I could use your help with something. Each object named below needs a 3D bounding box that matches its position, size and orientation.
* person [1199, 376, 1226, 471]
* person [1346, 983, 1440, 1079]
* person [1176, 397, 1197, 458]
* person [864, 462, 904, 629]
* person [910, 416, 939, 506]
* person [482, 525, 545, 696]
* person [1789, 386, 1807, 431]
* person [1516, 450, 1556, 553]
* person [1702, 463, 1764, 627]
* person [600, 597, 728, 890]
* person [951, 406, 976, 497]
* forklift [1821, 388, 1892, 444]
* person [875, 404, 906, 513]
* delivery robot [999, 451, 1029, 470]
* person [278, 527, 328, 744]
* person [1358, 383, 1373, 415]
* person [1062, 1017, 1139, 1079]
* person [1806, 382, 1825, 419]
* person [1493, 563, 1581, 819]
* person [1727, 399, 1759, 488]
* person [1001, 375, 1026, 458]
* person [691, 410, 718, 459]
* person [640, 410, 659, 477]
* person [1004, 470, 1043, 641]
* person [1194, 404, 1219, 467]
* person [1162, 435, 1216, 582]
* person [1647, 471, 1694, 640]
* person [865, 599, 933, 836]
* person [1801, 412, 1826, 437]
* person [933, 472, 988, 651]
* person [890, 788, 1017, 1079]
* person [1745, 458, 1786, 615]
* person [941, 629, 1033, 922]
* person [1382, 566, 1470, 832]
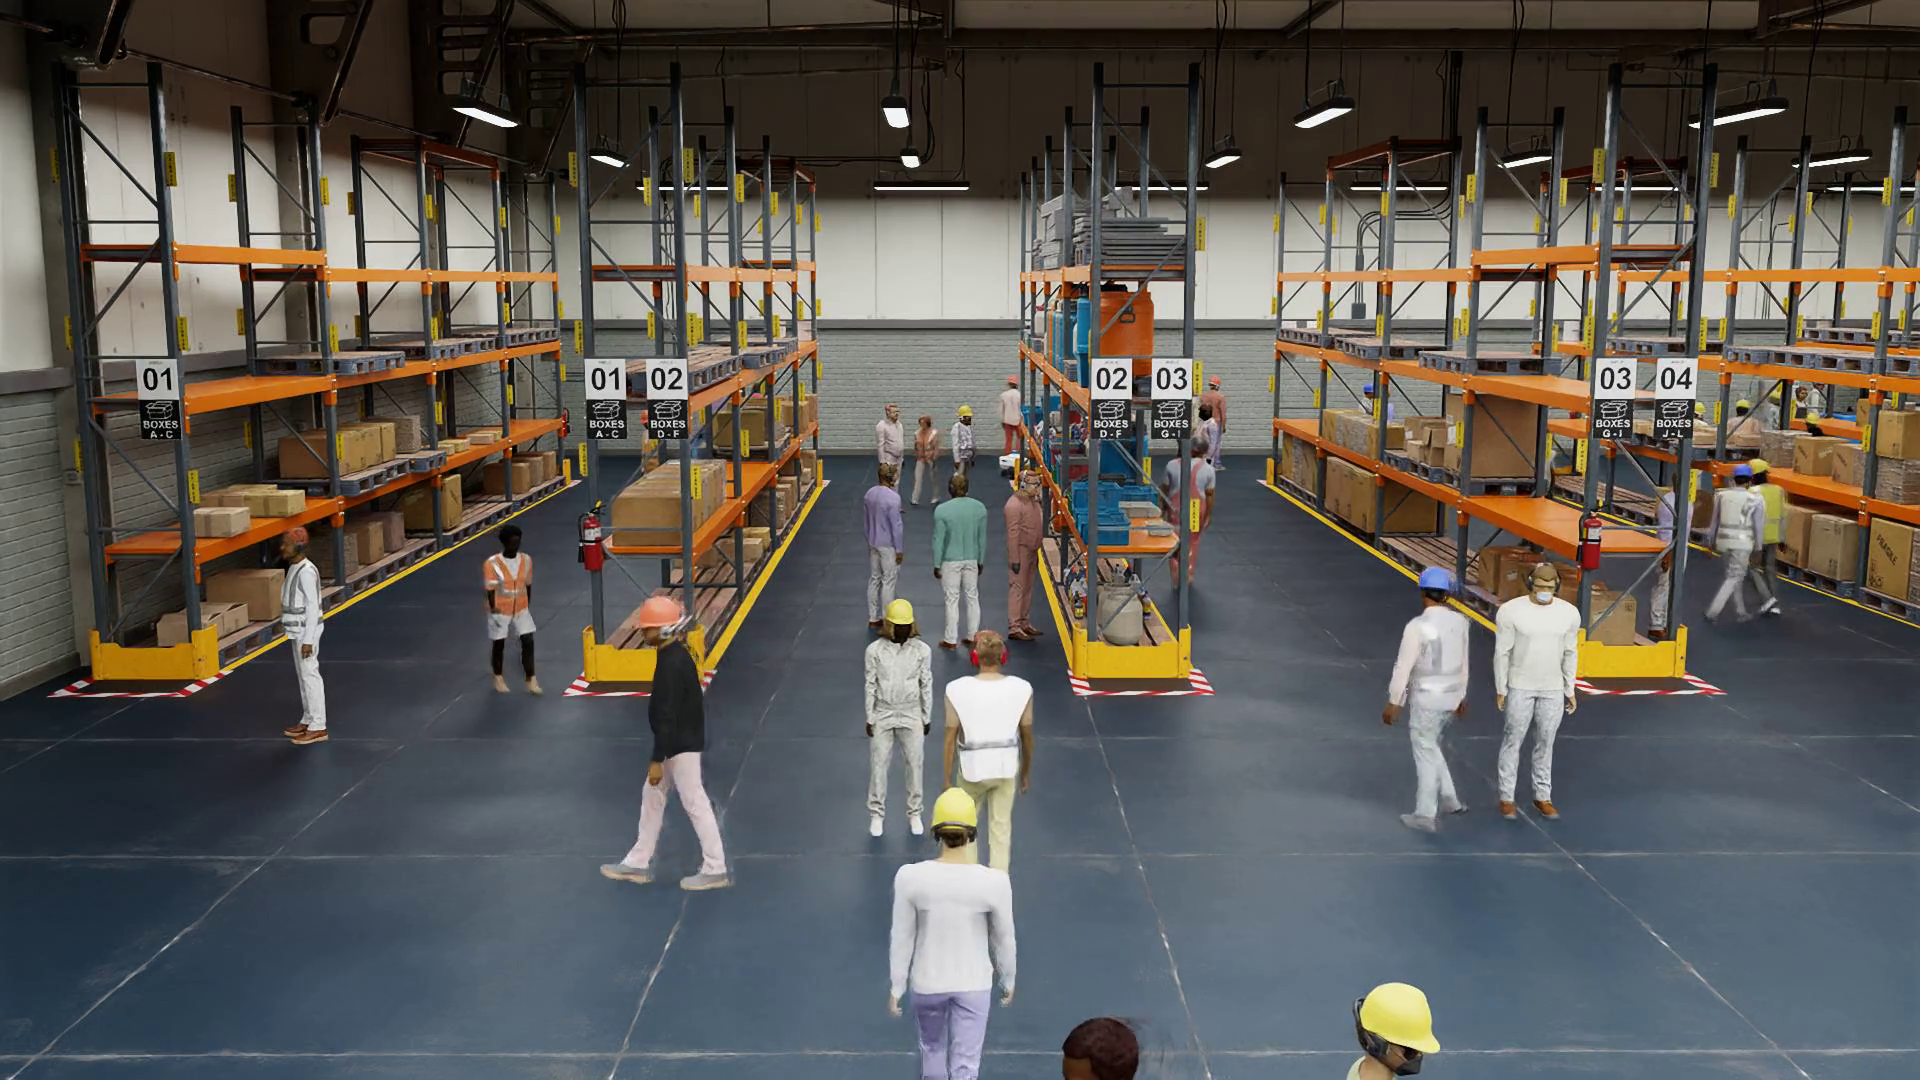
[{"bbox_3d":[5.345,-2.457,35.096,0.618,1.993,0.396,7,11,37],"label":"person"},{"bbox_3d":[1.356,2.278,5.394,0.327,1.761,0.522,2,9,13],"label":"person"},{"bbox_3d":[4.654,-2.394,34.865,0.614,1.950,1.031,-4,10,-22],"label":"person"},{"bbox_3d":[-0.856,0.082,18.946,0.355,1.936,0.633,-7,11,-36],"label":"person"},{"bbox_3d":[-0.610,-1.410,29.649,0.507,1.591,0.854,3,9,20],"label":"person"},{"bbox_3d":[-4.278,0.690,15.911,0.544,1.667,0.753,-7,12,-40],"label":"person"},{"bbox_3d":[17.206,-2.242,34.221,0.508,1.839,0.338,-4,10,-24],"label":"person"},{"bbox_3d":[8.502,-0.751,24.603,0.548,1.845,0.718,0,9,-2],"label":"person"},{"bbox_3d":[8.911,0.067,19.212,0.902,1.903,0.647,-5,10,-29],"label":"person"},{"bbox_3d":[-1.963,1.337,10.817,0.946,1.948,0.632,-2,9,-11],"label":"person"},{"bbox_3d":[0.081,-1.427,28.982,0.403,1.835,0.588,5,10,29],"label":"person"},{"bbox_3d":[20.072,-3.110,36.462,1.873,2.768,1.129,0,9,0],"label":"forklift"},{"bbox_3d":[-1.157,-1.378,28.439,0.410,1.909,0.642,6,11,34],"label":"person"},{"bbox_3d":[1.099,-1.570,33.707,0.477,0.478,0.707,-5,10,-31],"label":"delivery robot"},{"bbox_3d":[-5.694,0.816,14.398,0.342,1.882,0.587,-5,10,-30],"label":"person"},{"bbox_3d":[8.218,-2.193,33.547,0.396,1.946,0.617,5,10,32],"label":"person"},{"bbox_3d":[0.451,2.291,4.848,0.458,1.903,0.600,-2,9,-13],"label":"person"},{"bbox_3d":[18.670,-2.620,36.346,0.413,1.940,0.601,3,9,21],"label":"person"},{"bbox_3d":[4.268,1.113,12.333,0.627,1.934,0.372,0,9,0],"label":"person"},{"bbox_3d":[13.832,-1.549,29.550,0.617,1.896,0.459,1,9,5],"label":"person"},{"bbox_3d":[1.215,-2.559,35.817,0.646,1.968,0.807,4,10,26],"label":"person"},{"bbox_3d":[-5.381,-2.385,35.008,0.933,1.882,0.597,3,9,21],"label":"person"},{"bbox_3d":[-4.995,-1.157,26.943,0.542,1.930,0.367,8,12,41],"label":"person"},{"bbox_3d":[0.730,0.166,18.530,0.399,1.902,0.643,4,10,23],"label":"person"},{"bbox_3d":[4.318,-1.484,29.334,0.429,1.844,0.627,-2,9,-11],"label":"person"},{"bbox_3d":[3.003,-0.415,21.811,0.700,2.000,0.758,2,9,11],"label":"person"},{"bbox_3d":[7.948,0.155,18.532,0.394,1.931,0.633,9,12,44],"label":"person"},{"bbox_3d":[-0.437,1.274,11.946,0.488,1.737,0.320,-1,9,-5],"label":"person"},{"bbox_3d":[14.752,-1.372,28.949,0.535,1.734,0.818,0,9,2],"label":"person"},{"bbox_3d":[-0.003,0.236,17.970,0.626,1.933,0.370,-4,10,-26],"label":"person"},{"bbox_3d":[-0.018,1.953,7.505,0.554,1.736,0.737,1,9,7],"label":"person"},{"bbox_3d":[9.565,-0.024,19.811,0.673,1.879,0.566,-3,9,-21],"label":"person"},{"bbox_3d":[0.159,1.457,10.437,0.609,1.824,0.578,-2,9,-11],"label":"person"},{"bbox_3d":[3.400,1.158,12.064,0.643,1.918,0.438,-8,12,-40],"label":"person"}]
